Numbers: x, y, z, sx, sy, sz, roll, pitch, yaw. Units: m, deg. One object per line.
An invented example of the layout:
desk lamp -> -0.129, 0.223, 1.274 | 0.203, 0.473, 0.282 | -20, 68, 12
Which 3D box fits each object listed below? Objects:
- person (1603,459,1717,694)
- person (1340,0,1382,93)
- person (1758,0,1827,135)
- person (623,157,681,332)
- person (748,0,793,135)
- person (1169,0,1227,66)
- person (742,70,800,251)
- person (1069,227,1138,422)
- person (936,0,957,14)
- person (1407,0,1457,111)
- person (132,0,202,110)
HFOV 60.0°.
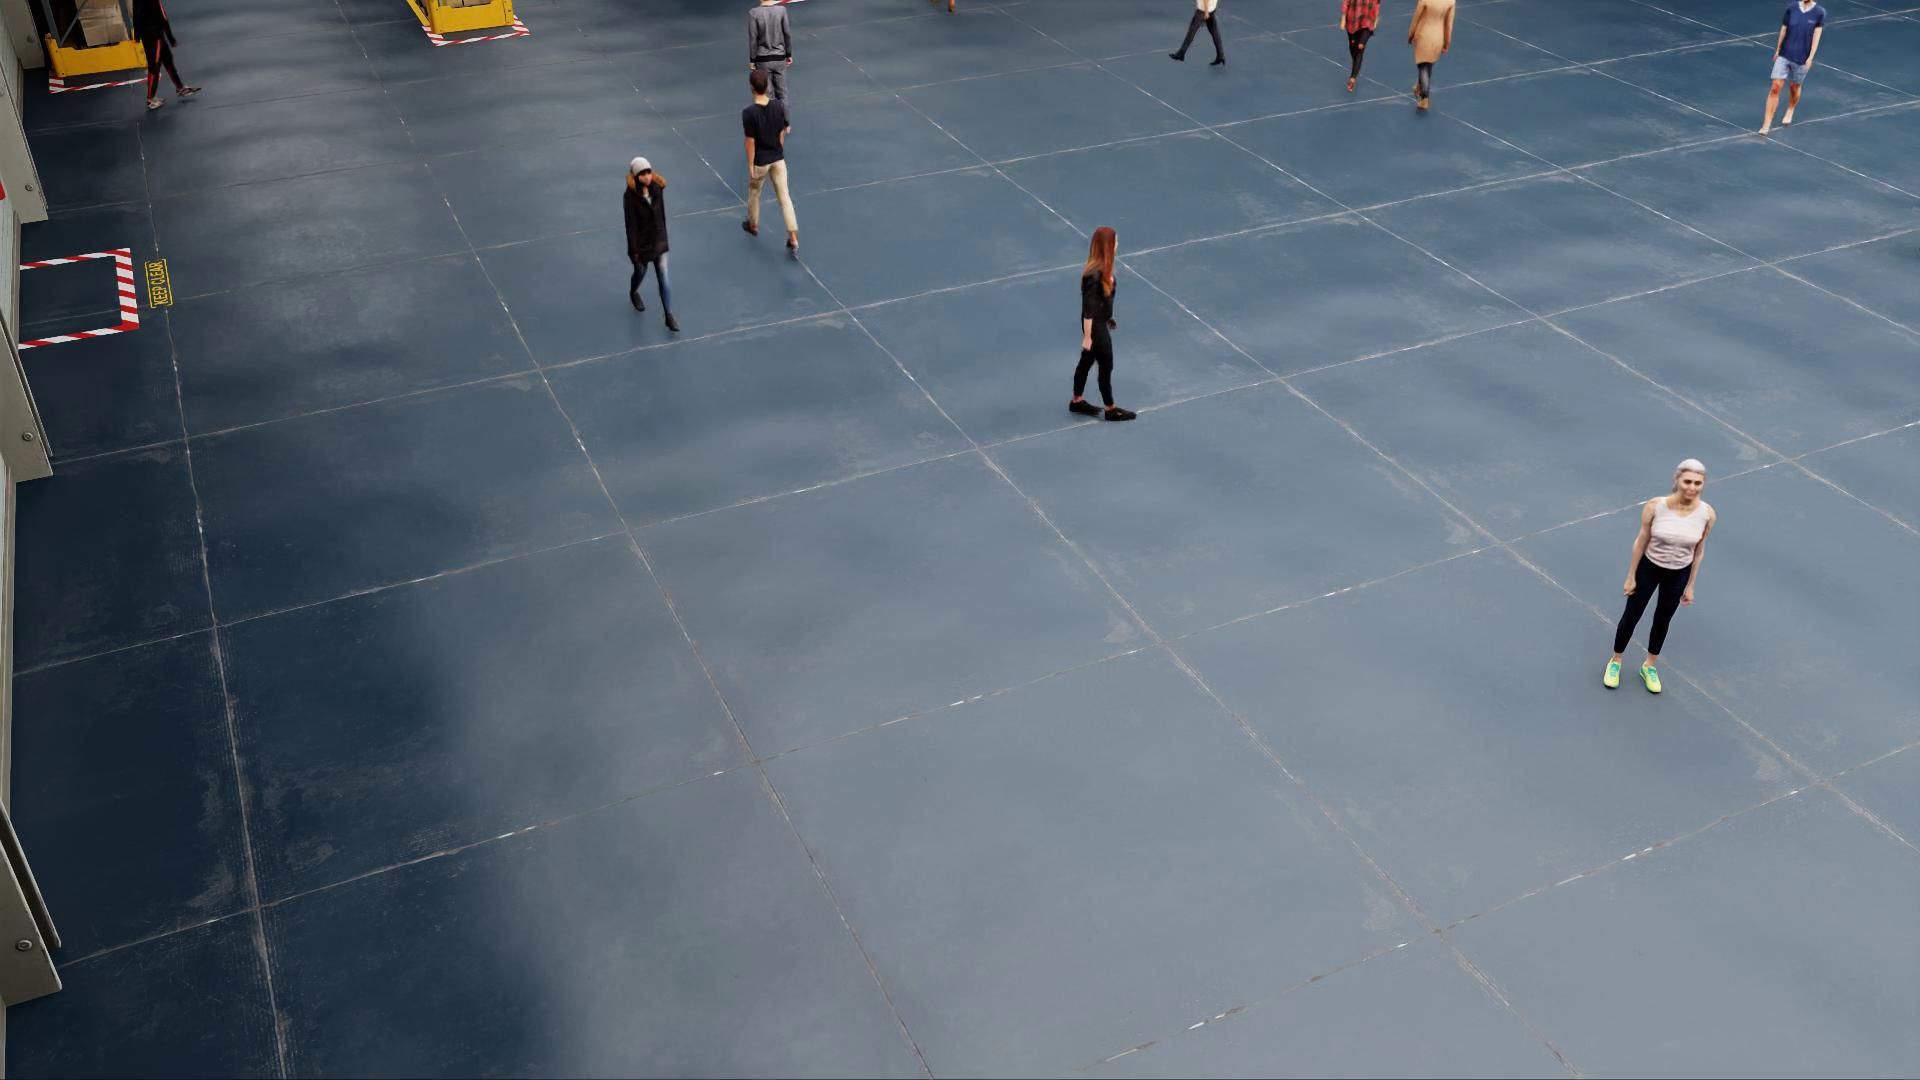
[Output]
person -> 4.569, 0.220, 10.835 | 0.680, 1.703, 0.710 | 6, 34, 9
person -> 5.193, -6.724, 21.550 | 1.106, 1.662, 1.157 | 12, 35, 17
person -> 10.101, -5.844, 20.068 | 1.208, 1.803, 1.072 | 22, 39, 30
person -> -2.965, -2.795, 15.565 | 0.774, 1.602, 1.102 | -22, 39, -30
person -> -2.270, -5.769, 19.916 | 0.689, 1.843, 0.516 | -13, 35, -20
person -> 3.356, -7.067, 22.187 | 1.081, 1.544, 0.984 | 14, 36, 21
person -> -1.901, -3.811, 16.934 | 0.722, 1.813, 1.204 | -18, 37, -25
person -> 1.055, -1.817, 13.973 | 0.946, 1.697, 0.910 | 7, 34, 10
person -> -0.210, -8.633, 24.687 | 0.584, 1.443, 0.885 | -14, 35, -20
person -> 5.866, -6.208, 20.730 | 0.887, 1.691, 1.194 | -3, 33, -4
person -> -10.164, -6.288, 20.790 | 1.026, 1.761, 0.998 | 20, 38, 28
